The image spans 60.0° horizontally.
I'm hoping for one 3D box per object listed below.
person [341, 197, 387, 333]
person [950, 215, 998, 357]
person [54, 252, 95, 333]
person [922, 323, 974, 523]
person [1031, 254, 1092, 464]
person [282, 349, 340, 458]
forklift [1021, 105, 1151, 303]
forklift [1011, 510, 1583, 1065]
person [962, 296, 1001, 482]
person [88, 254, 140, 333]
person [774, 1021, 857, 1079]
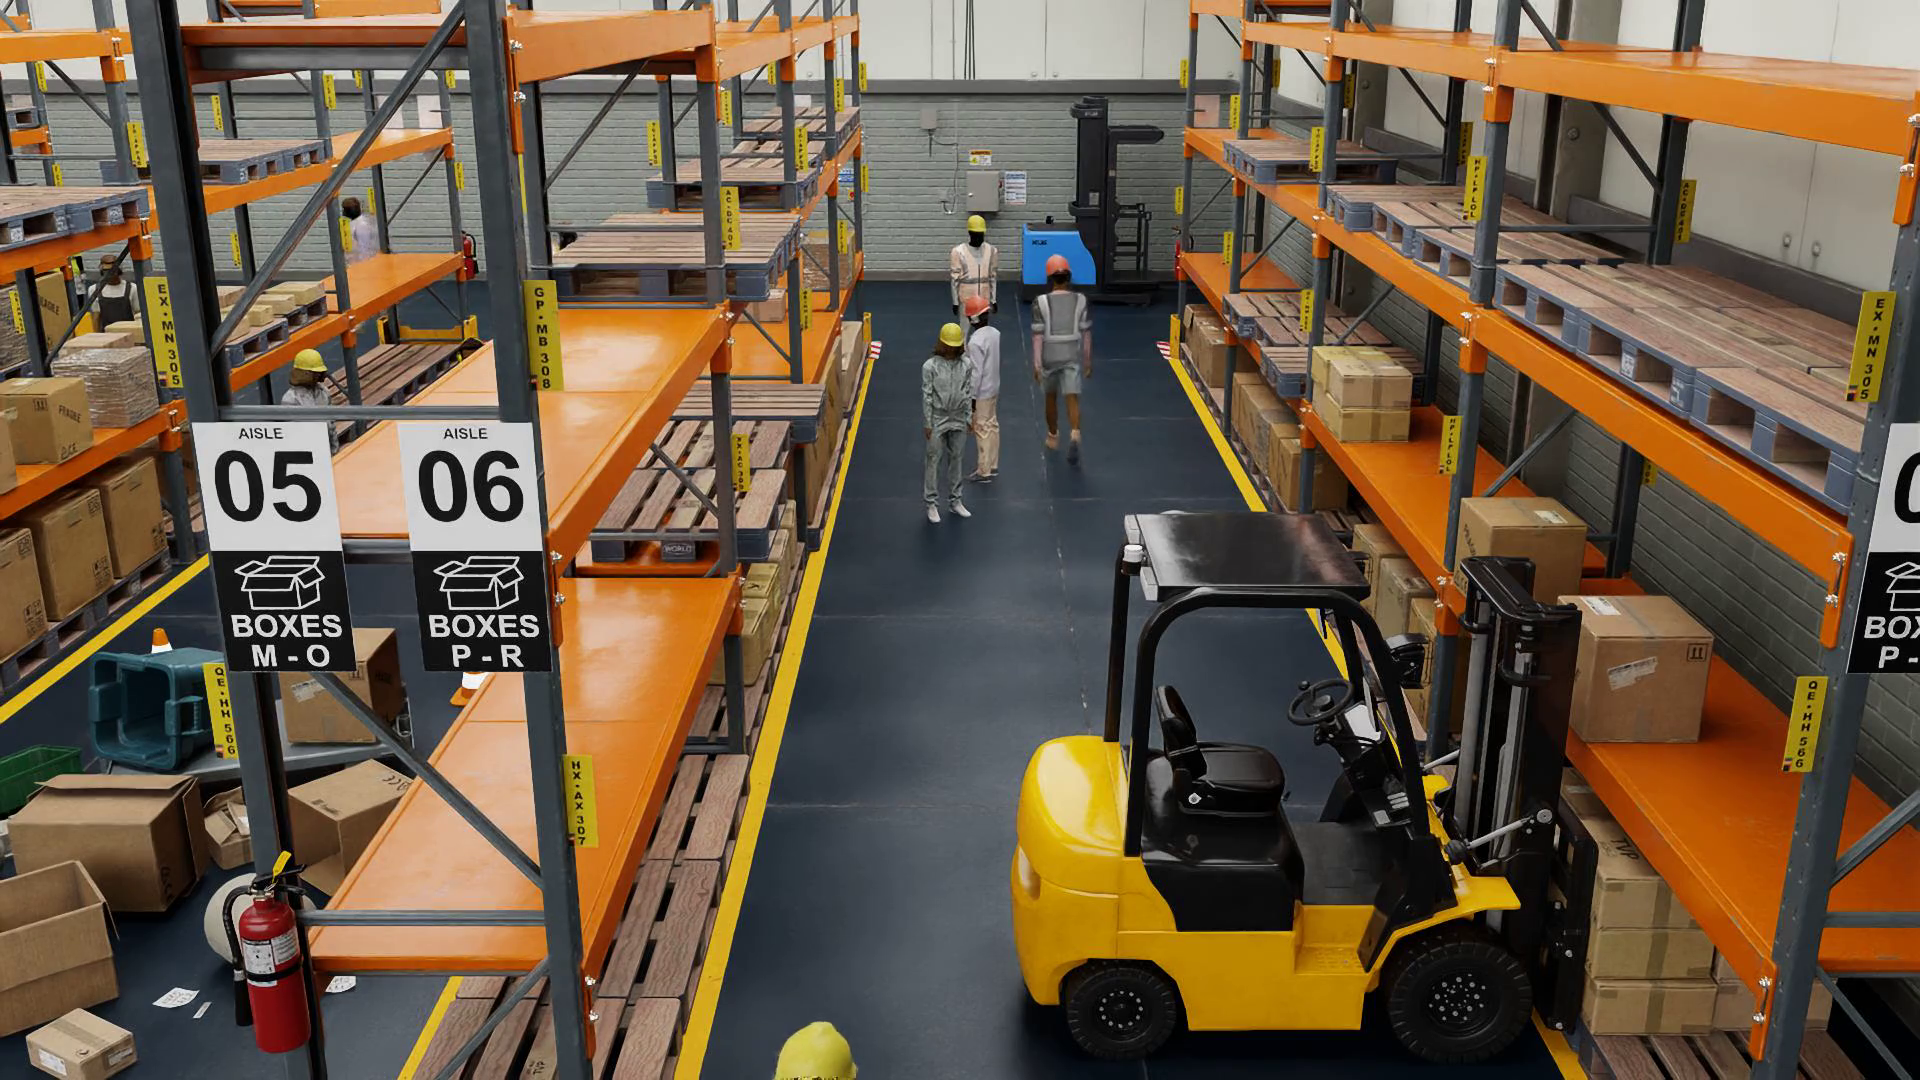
[{"bbox_3d":[-8.052,-3.696,22.322,0.658,1.818,0.633,-10,21,-28],"label":"person"},{"bbox_3d":[0.176,-2.862,19.634,0.588,1.930,0.359,-7,20,-21],"label":"person"},{"bbox_3d":[-11.772,-3.524,22.000,0.533,1.697,0.322,8,20,23],"label":"person"},{"bbox_3d":[-0.091,-1.018,14.365,0.485,1.736,0.309,-10,21,-28],"label":"person"},{"bbox_3d":[0.998,-1.762,16.203,0.617,2.009,0.949,-3,19,-8],"label":"person"},{"bbox_3d":[-5.156,-0.677,13.345,0.322,1.734,0.489,8,20,22],"label":"person"},{"bbox_3d":[1.857,-4.944,24.441,1.873,2.768,1.129,0,18,0],"label":"forklift"},{"bbox_3d":[1.387,1.055,7.378,2.313,2.155,1.214,0,18,0],"label":"forklift"},{"bbox_3d":[0.183,-1.404,15.520,0.347,1.741,0.564,7,20,20],"label":"person"},{"bbox_3d":[-8.770,-2.079,17.424,0.503,1.836,0.351,-5,19,-14],"label":"person"},{"bbox_3d":[-0.396,2.161,4.721,0.539,1.762,0.331,7,20,20],"label":"person"}]
